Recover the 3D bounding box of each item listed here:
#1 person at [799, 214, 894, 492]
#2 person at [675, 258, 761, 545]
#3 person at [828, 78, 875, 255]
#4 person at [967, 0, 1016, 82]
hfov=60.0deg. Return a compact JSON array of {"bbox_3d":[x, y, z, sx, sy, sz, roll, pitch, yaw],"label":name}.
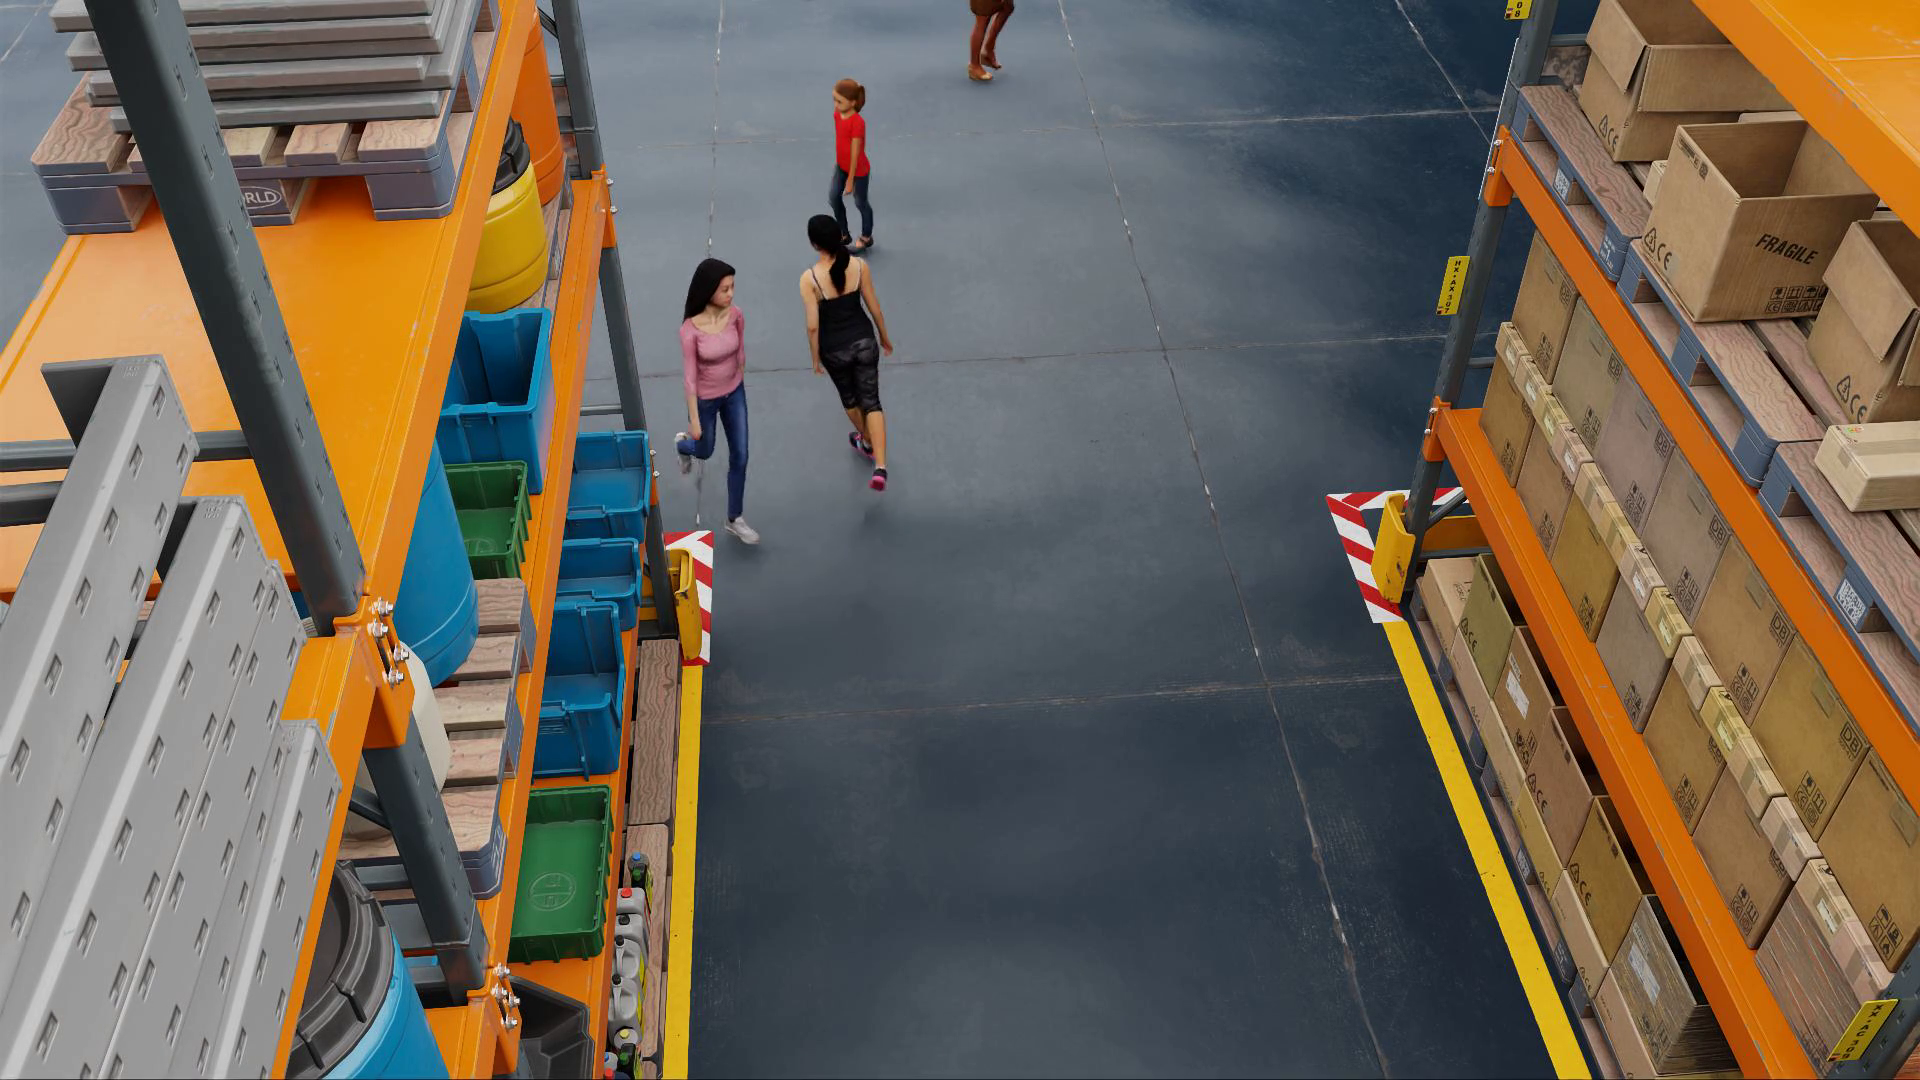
[{"bbox_3d":[-0.612,-0.997,9.370,0.888,1.684,1.053,-15,44,-16],"label":"person"},{"bbox_3d":[-1.382,-0.809,9.144,0.948,1.710,1.126,-26,48,-26],"label":"person"},{"bbox_3d":[-0.681,-2.560,11.377,0.671,1.300,0.615,-30,50,-29],"label":"person"},{"bbox_3d":[0.148,-4.431,13.158,0.700,1.676,0.596,5,43,6],"label":"person"}]
